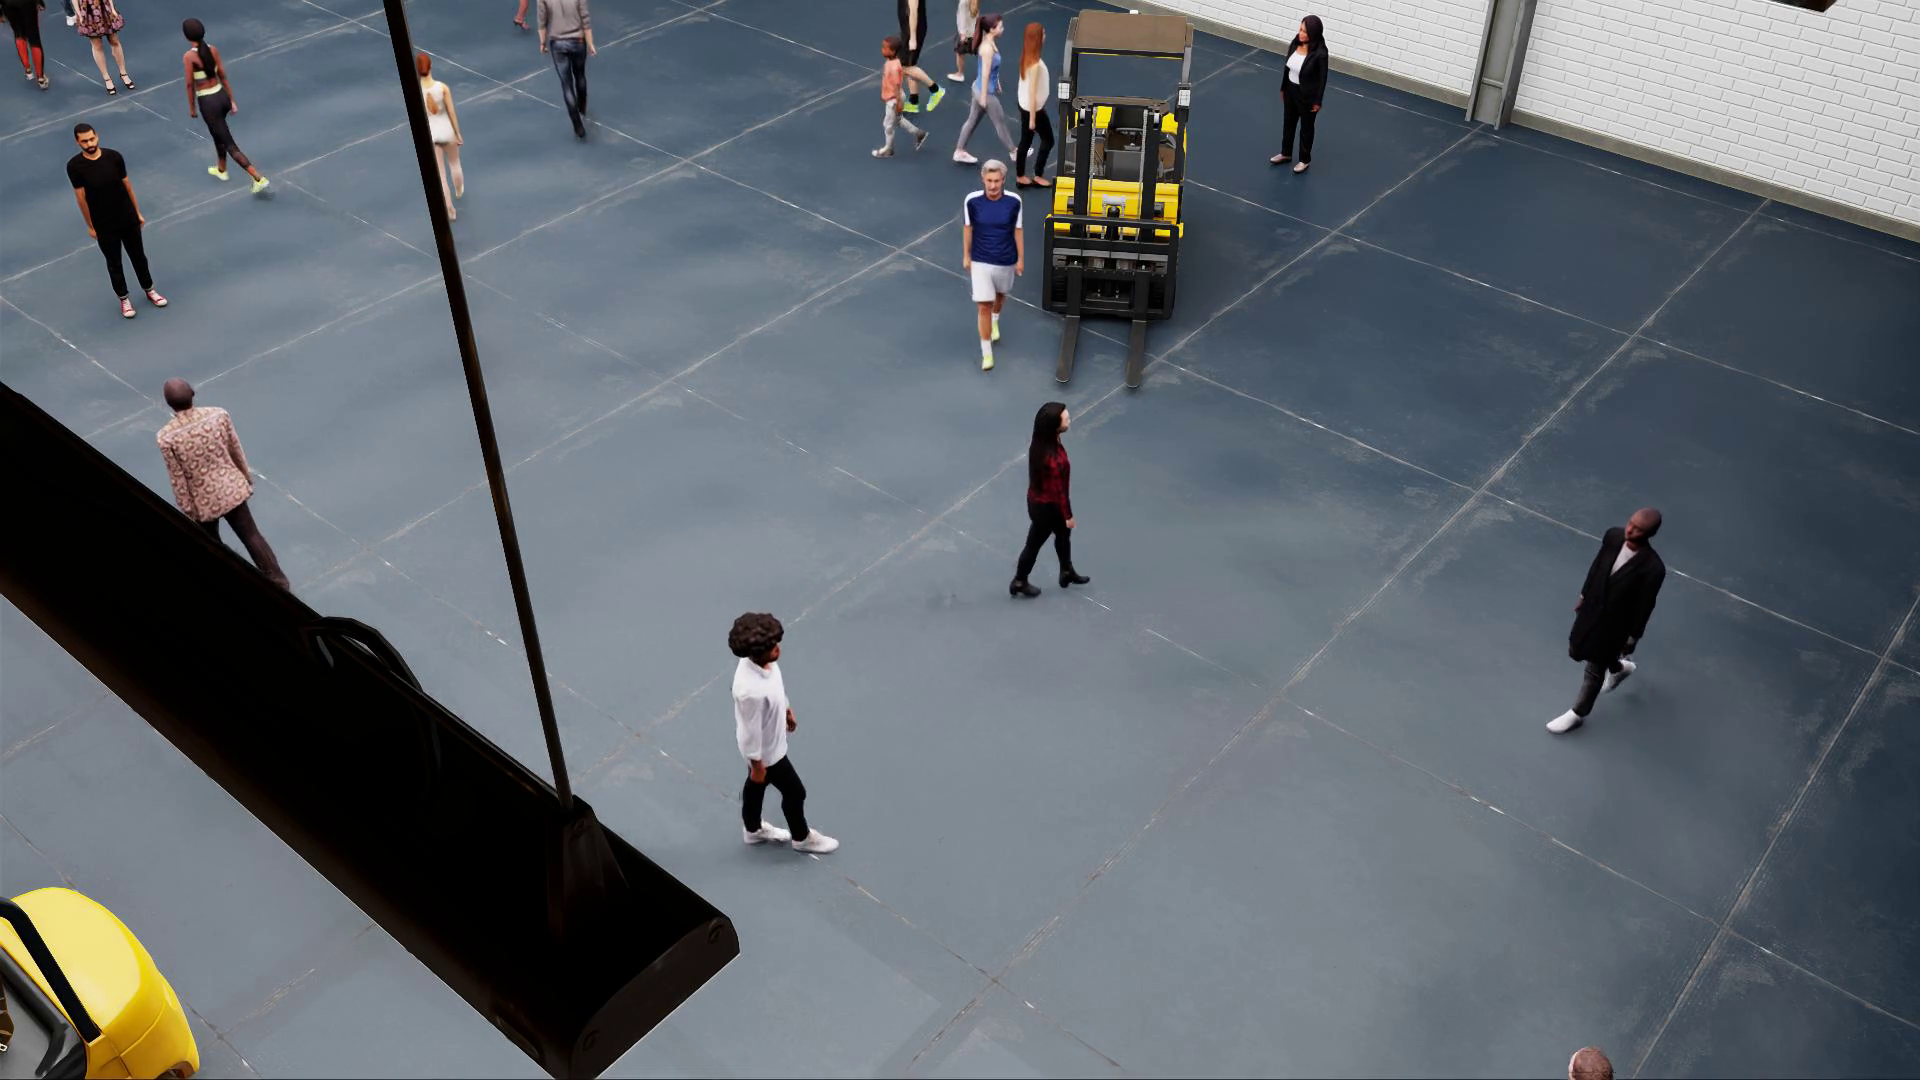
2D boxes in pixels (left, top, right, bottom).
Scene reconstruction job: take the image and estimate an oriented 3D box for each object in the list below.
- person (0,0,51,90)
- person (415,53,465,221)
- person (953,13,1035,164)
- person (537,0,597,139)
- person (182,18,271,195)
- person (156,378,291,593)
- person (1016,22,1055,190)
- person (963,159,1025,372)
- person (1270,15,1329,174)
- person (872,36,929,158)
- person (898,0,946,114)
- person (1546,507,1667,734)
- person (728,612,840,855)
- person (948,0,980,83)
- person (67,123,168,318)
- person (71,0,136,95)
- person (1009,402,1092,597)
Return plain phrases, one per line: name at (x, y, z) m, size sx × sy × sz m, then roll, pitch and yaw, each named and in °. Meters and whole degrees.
person at (-10.391, -5.868, 18.365) m, size 0.838 × 1.782 × 0.900 m, roll -12°, pitch 40°, yaw -14°
person at (-4.993, -3.830, 15.939) m, size 0.834 × 1.623 × 0.973 m, roll -12°, pitch 40°, yaw -15°
person at (0.184, -4.528, 16.861) m, size 1.096 × 1.563 × 1.025 m, roll -2°, pitch 39°, yaw -2°
person at (-4.095, -5.126, 17.378) m, size 1.132 × 1.854 × 1.302 m, roll -10°, pitch 40°, yaw -13°
person at (-7.258, -4.212, 16.350) m, size 1.211 × 1.709 × 0.725 m, roll 18°, pitch 42°, yaw 21°
person at (-5.039, -0.285, 11.362) m, size 1.158 × 1.796 × 0.764 m, roll 32°, pitch 48°, yaw 34°
person at (0.633, -4.245, 16.389) m, size 0.779 × 1.711 × 0.715 m, roll -8°, pitch 39°, yaw -10°
person at (0.281, -2.392, 14.007) m, size 1.144 × 1.787 × 1.189 m, roll -3°, pitch 39°, yaw -3°
person at (3.468, -4.522, 16.812) m, size 0.739 × 1.616 × 0.586 m, roll -31°, pitch 48°, yaw -33°
person at (-0.614, -4.555, 17.110) m, size 0.861 × 1.296 × 0.791 m, roll -4°, pitch 39°, yaw -4°
person at (-0.426, -5.457, 17.775) m, size 0.998 × 1.874 × 0.938 m, roll -4°, pitch 39°, yaw -5°
person at (4.150, 0.473, 10.450) m, size 0.955 × 1.749 × 0.976 m, roll -14°, pitch 41°, yaw -17°
person at (-1.208, 1.135, 9.585) m, size 0.975 × 1.794 × 0.904 m, roll 0°, pitch 39°, yaw 0°
person at (0.148, -5.684, 18.555) m, size 0.848 × 1.256 × 0.560 m, roll 25°, pitch 45°, yaw 28°
person at (-7.421, -2.826, 14.574) m, size 0.652 × 1.758 × 0.598 m, roll -29°, pitch 47°, yaw -31°
person at (-9.498, -5.798, 18.284) m, size 0.699 × 1.773 × 0.707 m, roll -29°, pitch 47°, yaw -31°
person at (0.499, -0.229, 11.421) m, size 0.921 × 1.635 × 0.875 m, roll -5°, pitch 39°, yaw -6°
